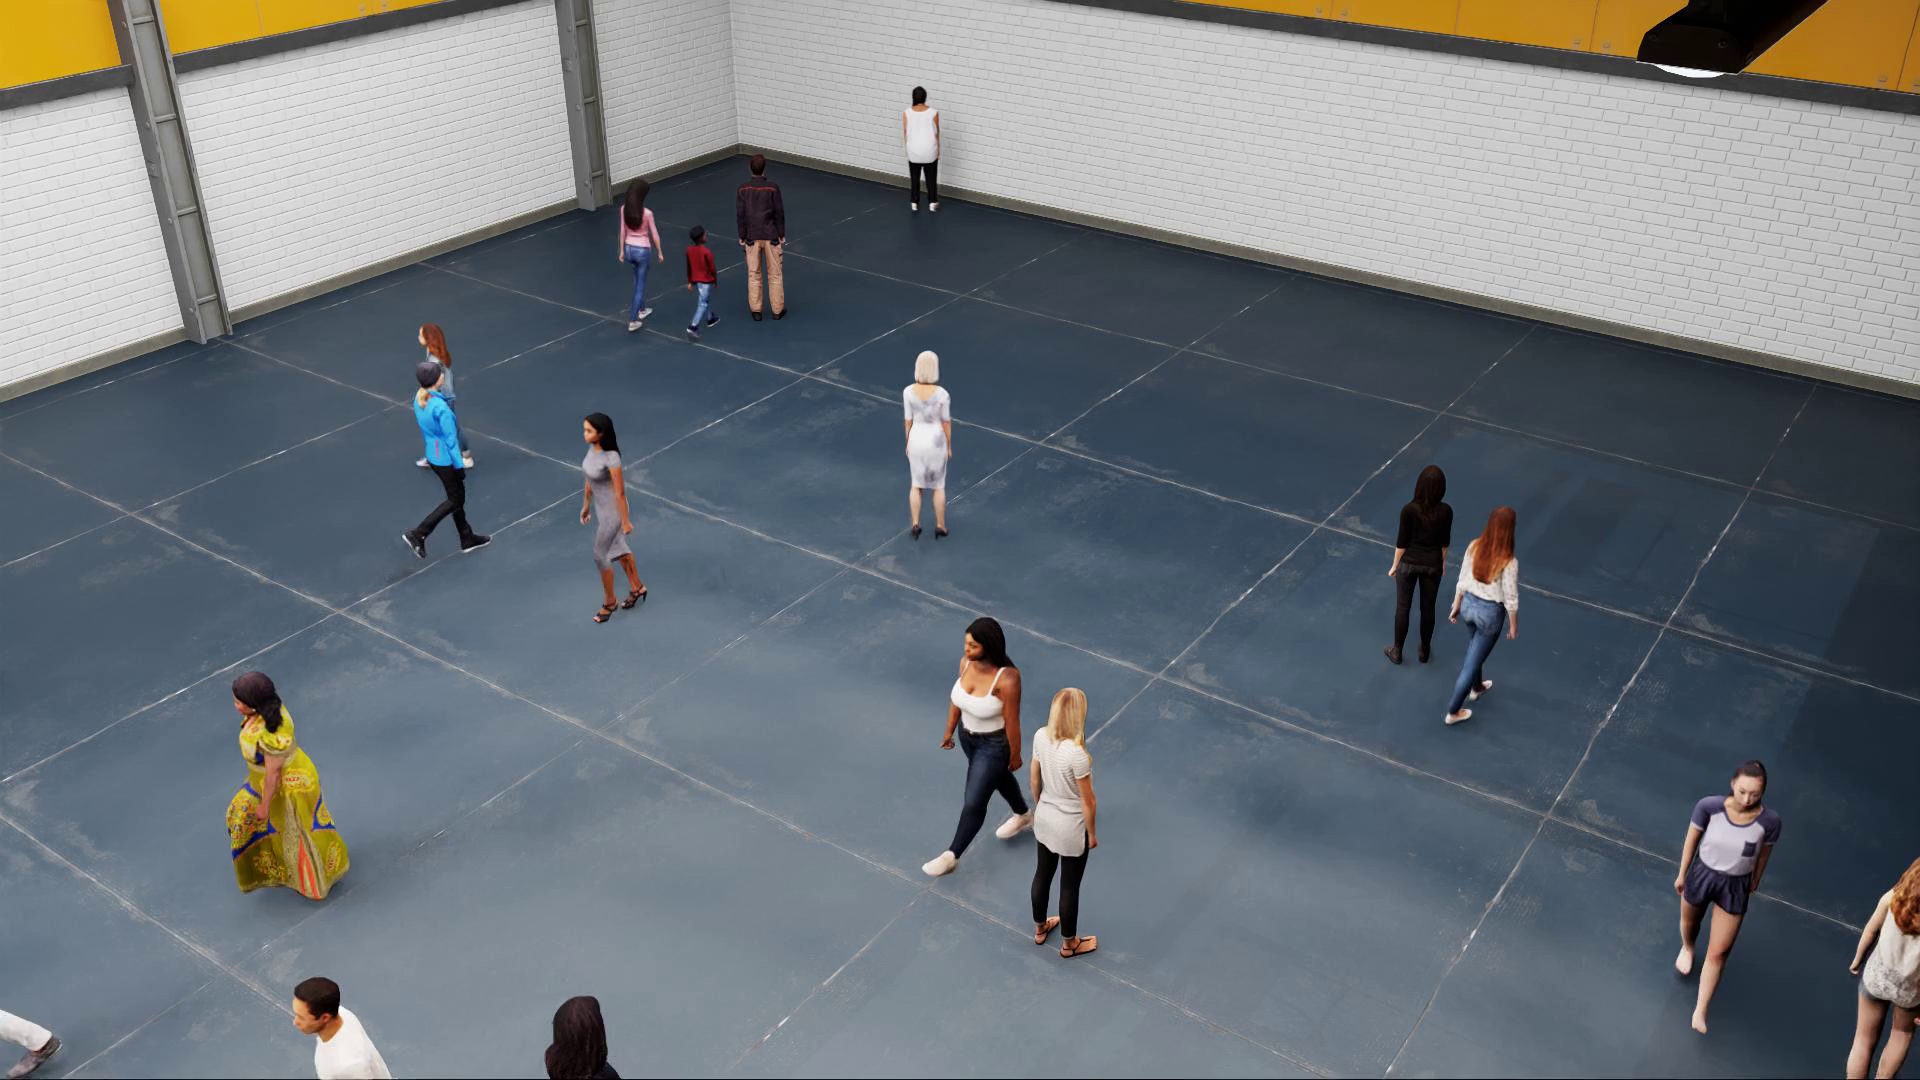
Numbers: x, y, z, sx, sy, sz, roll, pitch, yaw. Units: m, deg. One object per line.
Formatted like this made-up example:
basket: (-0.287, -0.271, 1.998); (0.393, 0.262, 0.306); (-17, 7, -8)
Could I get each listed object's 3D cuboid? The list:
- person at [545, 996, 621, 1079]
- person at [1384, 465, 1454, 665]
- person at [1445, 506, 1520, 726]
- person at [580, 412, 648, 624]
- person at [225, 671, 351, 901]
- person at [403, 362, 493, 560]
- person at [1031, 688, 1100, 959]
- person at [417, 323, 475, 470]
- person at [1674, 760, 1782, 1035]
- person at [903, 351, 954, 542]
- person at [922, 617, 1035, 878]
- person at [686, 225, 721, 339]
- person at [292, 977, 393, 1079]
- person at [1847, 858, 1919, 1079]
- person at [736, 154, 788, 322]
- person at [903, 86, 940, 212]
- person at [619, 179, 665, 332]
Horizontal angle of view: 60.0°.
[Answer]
person: (-1.792, 2.861, 7.634); (0.734, 1.715, 0.738); (-20, 34, -32)
person: (3.486, 0.195, 12.598); (0.655, 1.642, 0.671); (1, 29, 2)
person: (3.662, 0.565, 11.849); (0.957, 1.709, 0.789); (-19, 34, -30)
person: (-2.691, -0.222, 13.234); (0.842, 1.764, 0.747); (-16, 32, -26)
person: (-4.074, 1.488, 10.227); (0.989, 1.643, 0.876); (-20, 34, -32)
person: (-4.400, -0.625, 13.957); (1.072, 1.781, 0.806); (-21, 35, -34)
person: (0.594, 1.659, 9.725); (0.634, 1.822, 0.569); (24, 37, 37)
person: (-4.777, -1.327, 15.579); (0.856, 1.460, 0.770); (-11, 30, -19)
person: (4.305, 1.918, 9.475); (0.673, 1.609, 1.061); (15, 32, 25)
person: (-0.273, -0.800, 14.311); (0.631, 1.750, 0.625); (6, 29, 11)
person: (0.243, 1.262, 10.526); (1.262, 1.753, 0.918); (-19, 34, -31)
person: (-2.935, -2.895, 18.678); (0.528, 1.245, 0.879); (17, 33, 28)
person: (-2.713, 2.707, 7.879); (0.970, 1.751, 0.798); (-22, 36, -35)
person: (4.758, 2.361, 8.519); (0.573, 1.746, 0.584); (20, 34, 32)
person: (-2.261, -3.452, 18.988); (0.796, 1.925, 0.828); (-2, 29, -3)
person: (-0.520, -5.359, 22.732); (0.745, 1.687, 0.749); (5, 29, 9)
person: (-3.655, -3.181, 18.709); (0.706, 1.717, 0.875); (9, 30, 16)
